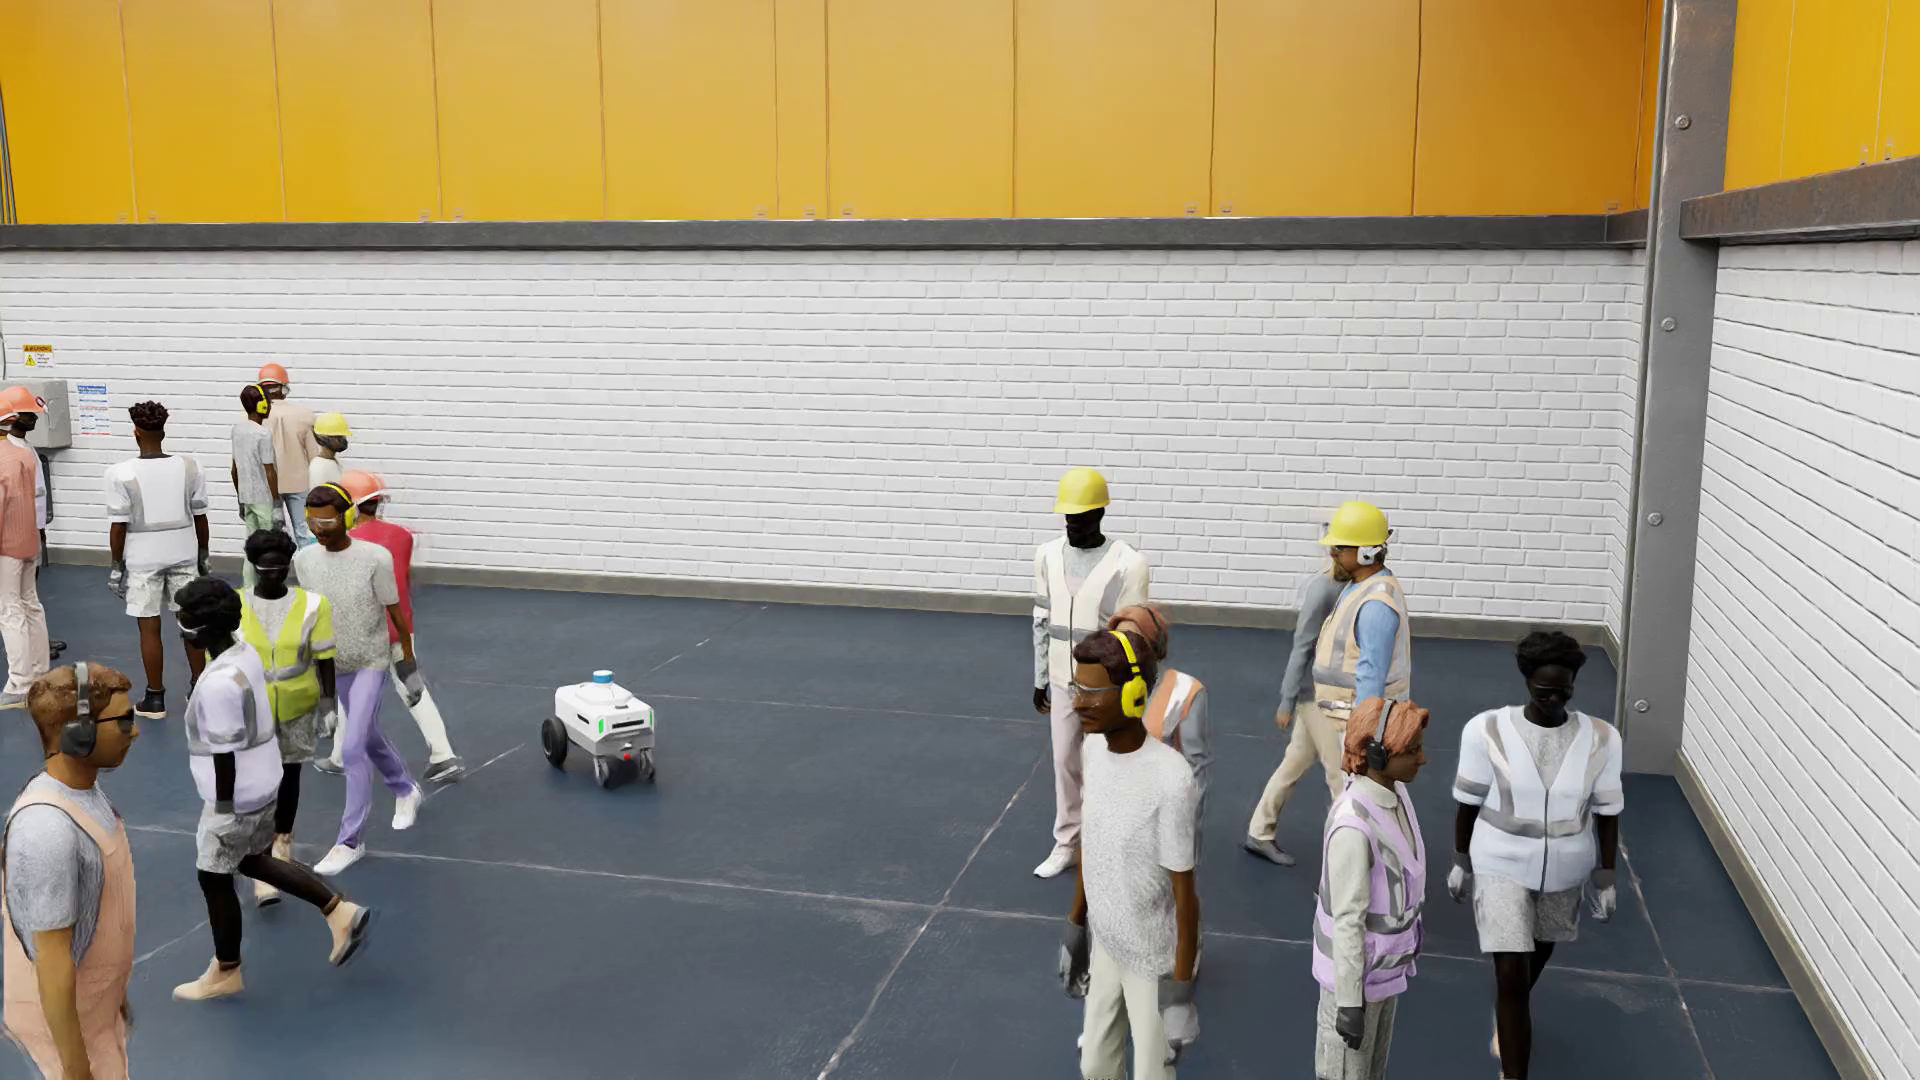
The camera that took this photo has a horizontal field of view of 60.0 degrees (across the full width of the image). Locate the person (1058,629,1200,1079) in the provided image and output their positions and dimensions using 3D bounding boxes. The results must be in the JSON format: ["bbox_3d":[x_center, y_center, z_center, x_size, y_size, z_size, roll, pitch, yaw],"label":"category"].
[{"bbox_3d":[0.466,1.156,4.517,0.359,1.864,0.557,-5,11,-27],"label":"person"}]

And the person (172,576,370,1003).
[{"bbox_3d":[-2.674,0.940,6.327,0.646,1.665,0.547,-2,10,-11],"label":"person"}]

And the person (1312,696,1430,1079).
[{"bbox_3d":[1.146,1.236,4.700,0.312,1.632,0.519,5,11,27],"label":"person"}]

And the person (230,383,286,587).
[{"bbox_3d":[-5.430,-0.280,12.934,0.538,1.866,0.313,7,12,34],"label":"person"}]

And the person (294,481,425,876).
[{"bbox_3d":[-2.841,0.595,7.956,0.574,1.819,0.919,3,10,15],"label":"person"}]

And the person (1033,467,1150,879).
[{"bbox_3d":[0.569,0.623,7.474,0.588,1.919,0.398,7,12,36],"label":"person"}]

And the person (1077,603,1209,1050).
[{"bbox_3d":[0.705,1.002,6.201,0.507,1.595,0.891,4,10,23],"label":"person"}]

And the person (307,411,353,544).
[{"bbox_3d":[-4.420,-0.027,11.752,0.333,1.765,0.532,-1,10,-6],"label":"person"}]

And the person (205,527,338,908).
[{"bbox_3d":[-3.007,0.772,7.339,0.543,1.648,0.863,-5,11,-29],"label":"person"}]

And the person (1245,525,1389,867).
[{"bbox_3d":[1.701,0.712,7.558,0.907,1.697,0.576,6,11,32],"label":"person"}]

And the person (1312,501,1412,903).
[{"bbox_3d":[1.696,0.739,7.064,0.403,1.824,0.592,2,10,9],"label":"person"}]

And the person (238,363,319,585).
[{"bbox_3d":[-5.485,-0.429,13.440,0.612,1.991,0.392,-6,11,-32],"label":"person"}]

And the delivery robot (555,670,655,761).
[{"bbox_3d":[-1.965,0.965,9.182,0.477,0.478,0.707,-6,11,-33],"label":"delivery robot"}]

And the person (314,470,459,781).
[{"bbox_3d":[-3.123,0.472,8.983,0.894,1.712,0.565,5,11,29],"label":"person"}]

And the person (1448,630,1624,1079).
[{"bbox_3d":[1.913,1.082,5.571,0.534,1.644,0.901,1,10,4],"label":"person"}]

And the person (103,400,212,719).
[{"bbox_3d":[-4.952,0.118,10.295,0.361,1.964,0.616,9,13,43],"label":"person"}]

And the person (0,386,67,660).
[{"bbox_3d":[-6.602,-0.117,11.764,0.358,1.938,0.542,-3,10,-16],"label":"person"}]

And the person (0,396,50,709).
[{"bbox_3d":[-6.028,0.067,10.512,0.381,1.994,0.622,-1,10,-6],"label":"person"}]

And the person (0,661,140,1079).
[{"bbox_3d":[-2.224,1.228,4.198,0.371,1.832,0.614,-4,10,-23],"label":"person"}]
